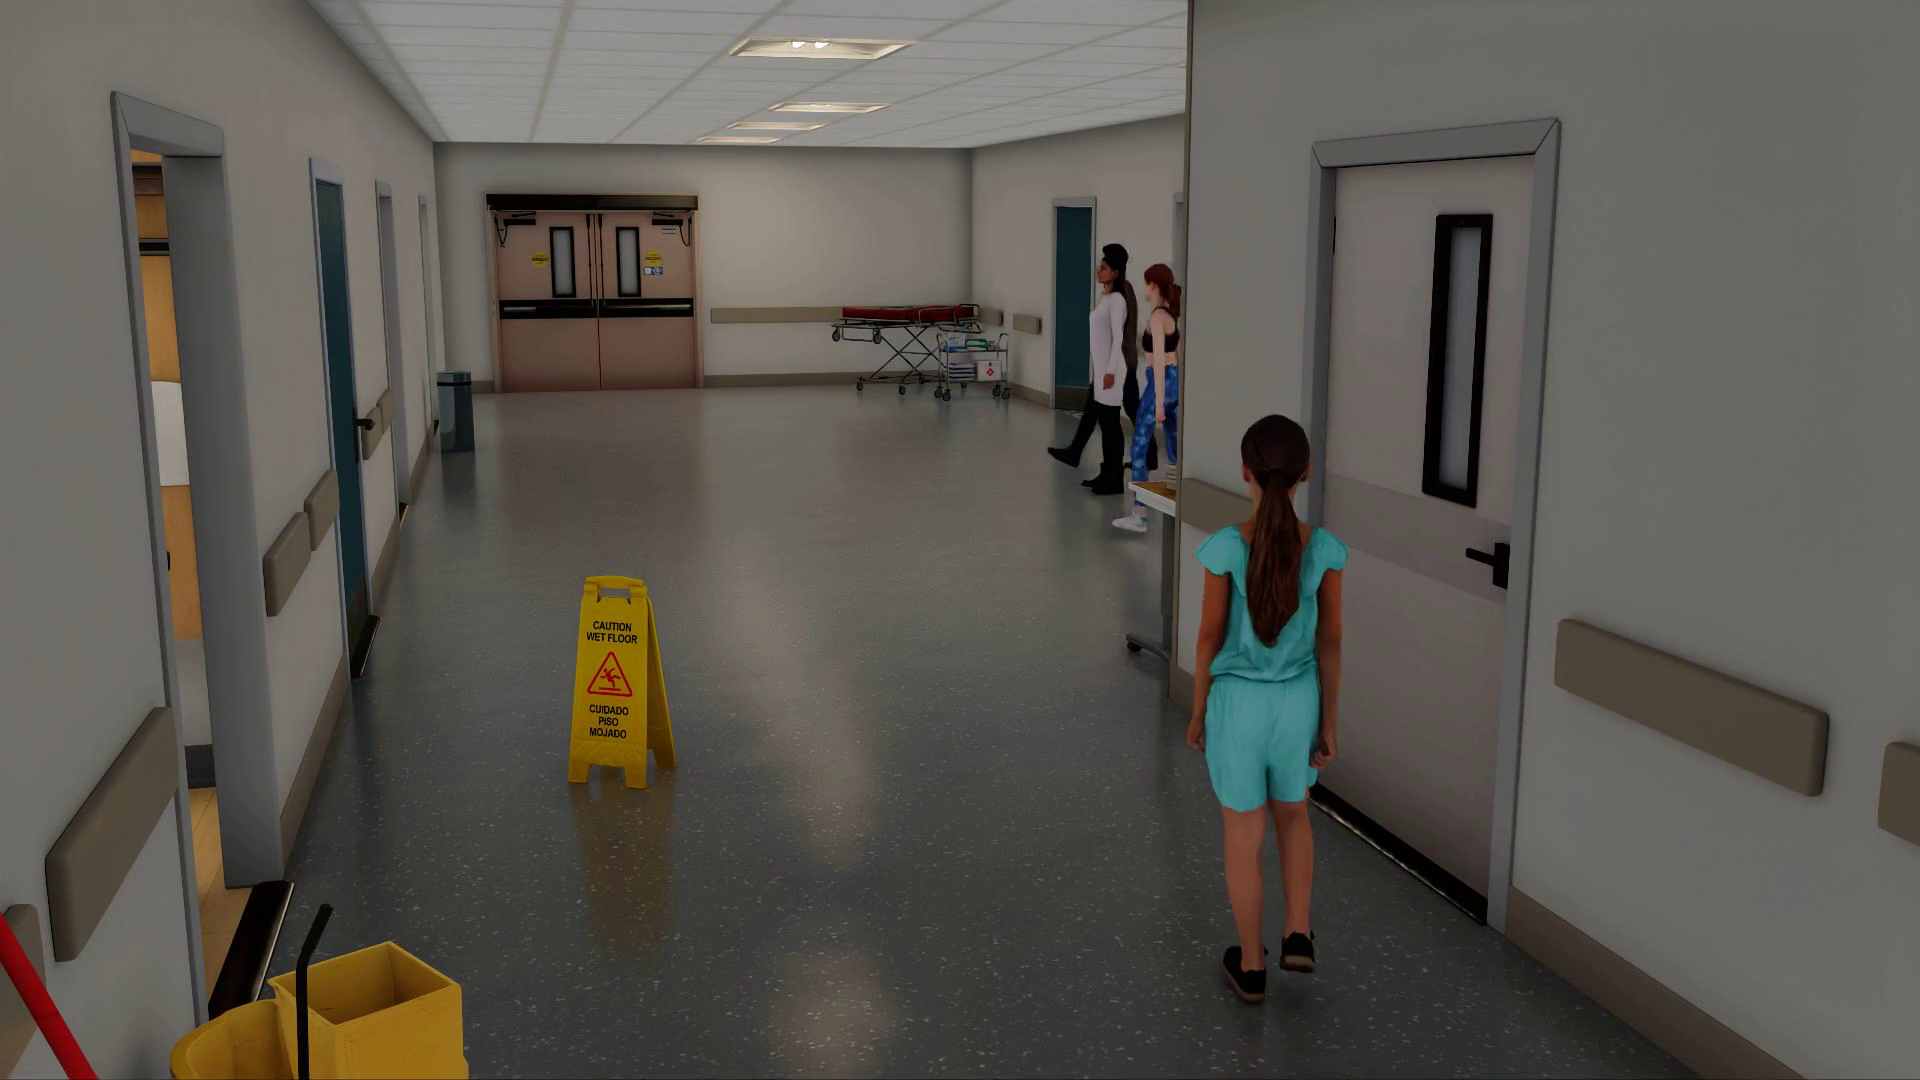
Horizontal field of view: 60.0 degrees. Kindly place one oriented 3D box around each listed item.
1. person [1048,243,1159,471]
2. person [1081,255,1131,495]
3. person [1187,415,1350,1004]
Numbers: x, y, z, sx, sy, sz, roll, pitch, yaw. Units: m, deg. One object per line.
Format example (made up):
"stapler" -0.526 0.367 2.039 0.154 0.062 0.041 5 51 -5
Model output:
"person" 1.360 -1.430 13.510 1.178 1.825 1.185 4 12 22
"person" 1.147 -1.265 12.692 0.686 1.806 0.494 -2 11 -9
"person" 0.799 0.461 4.279 0.590 1.550 0.635 -1 11 -5
